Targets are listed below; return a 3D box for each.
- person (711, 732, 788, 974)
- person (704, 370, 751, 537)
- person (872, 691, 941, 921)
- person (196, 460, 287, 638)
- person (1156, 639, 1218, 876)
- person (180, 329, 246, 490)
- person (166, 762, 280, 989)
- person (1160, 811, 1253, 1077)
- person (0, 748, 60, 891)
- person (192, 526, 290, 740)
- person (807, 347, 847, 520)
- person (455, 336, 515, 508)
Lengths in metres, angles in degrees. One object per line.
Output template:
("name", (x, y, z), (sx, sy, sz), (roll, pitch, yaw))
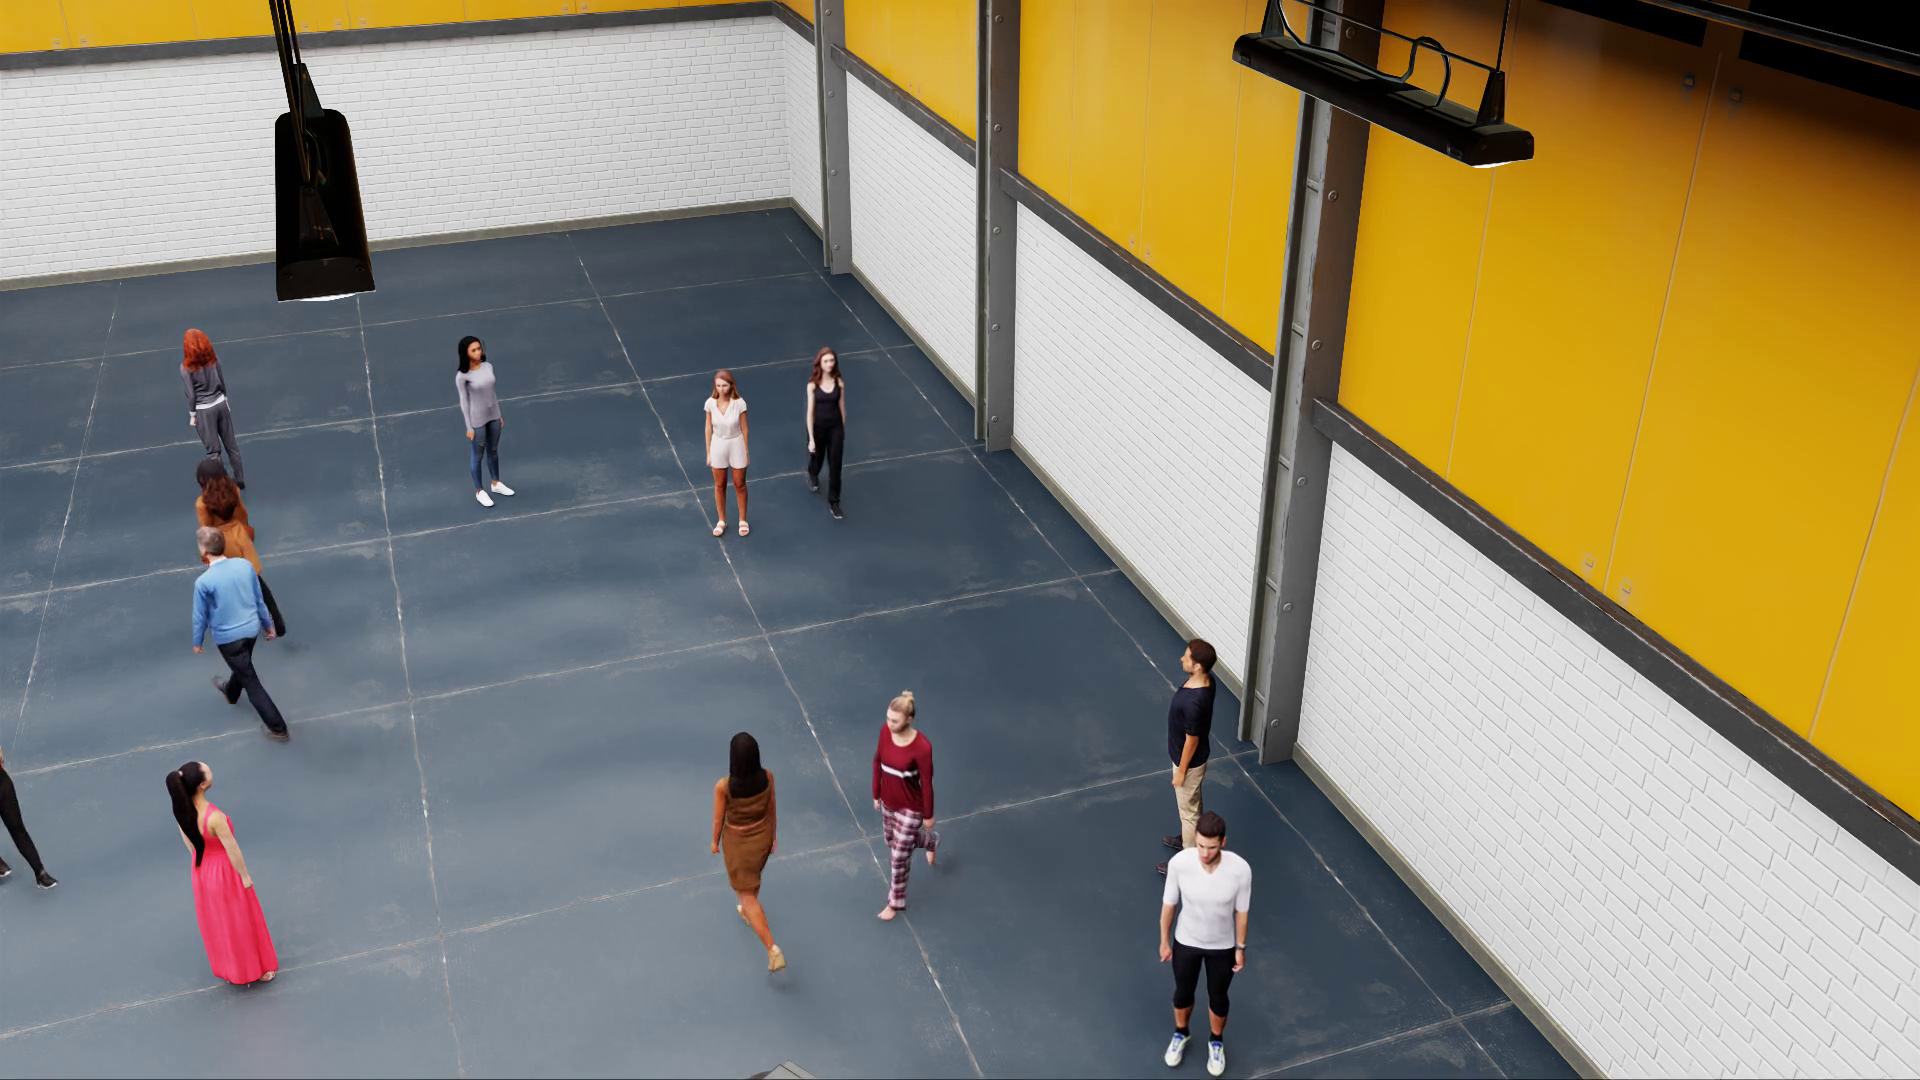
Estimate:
("person", (-1.338, 2.024, 10.708), (0.763, 1.656, 1.118), (-19, 34, -31))
("person", (-2.216, -0.850, 15.936), (0.644, 1.696, 0.660), (0, 29, 1))
("person", (-0.337, 1.735, 11.213), (1.007, 1.682, 0.992), (20, 34, 32))
("person", (-6.154, 0.109, 14.175), (1.174, 1.699, 1.009), (20, 35, 33))
("person", (1.597, 1.488, 11.480), (0.767, 1.859, 0.659), (7, 29, 13))
("person", (-7.494, -1.282, 16.641), (0.680, 1.780, 0.651), (18, 33, 29))
("person", (-4.667, 2.112, 10.474), (0.708, 1.728, 0.765), (12, 31, 21))
("person", (1.458, 2.361, 9.890), (0.760, 1.849, 0.762), (5, 29, 10))
("person", (-6.737, 1.676, 11.393), (1.091, 1.612, 0.903), (21, 35, 33))
("person", (-5.549, 0.763, 12.915), (1.288, 1.758, 1.168), (16, 32, 27))
("person", (-1.350, -1.103, 16.369), (0.563, 1.727, 1.032), (-10, 30, -18))
("person", (-4.766, -1.206, 16.547), (0.723, 1.736, 0.688), (17, 33, 28))
